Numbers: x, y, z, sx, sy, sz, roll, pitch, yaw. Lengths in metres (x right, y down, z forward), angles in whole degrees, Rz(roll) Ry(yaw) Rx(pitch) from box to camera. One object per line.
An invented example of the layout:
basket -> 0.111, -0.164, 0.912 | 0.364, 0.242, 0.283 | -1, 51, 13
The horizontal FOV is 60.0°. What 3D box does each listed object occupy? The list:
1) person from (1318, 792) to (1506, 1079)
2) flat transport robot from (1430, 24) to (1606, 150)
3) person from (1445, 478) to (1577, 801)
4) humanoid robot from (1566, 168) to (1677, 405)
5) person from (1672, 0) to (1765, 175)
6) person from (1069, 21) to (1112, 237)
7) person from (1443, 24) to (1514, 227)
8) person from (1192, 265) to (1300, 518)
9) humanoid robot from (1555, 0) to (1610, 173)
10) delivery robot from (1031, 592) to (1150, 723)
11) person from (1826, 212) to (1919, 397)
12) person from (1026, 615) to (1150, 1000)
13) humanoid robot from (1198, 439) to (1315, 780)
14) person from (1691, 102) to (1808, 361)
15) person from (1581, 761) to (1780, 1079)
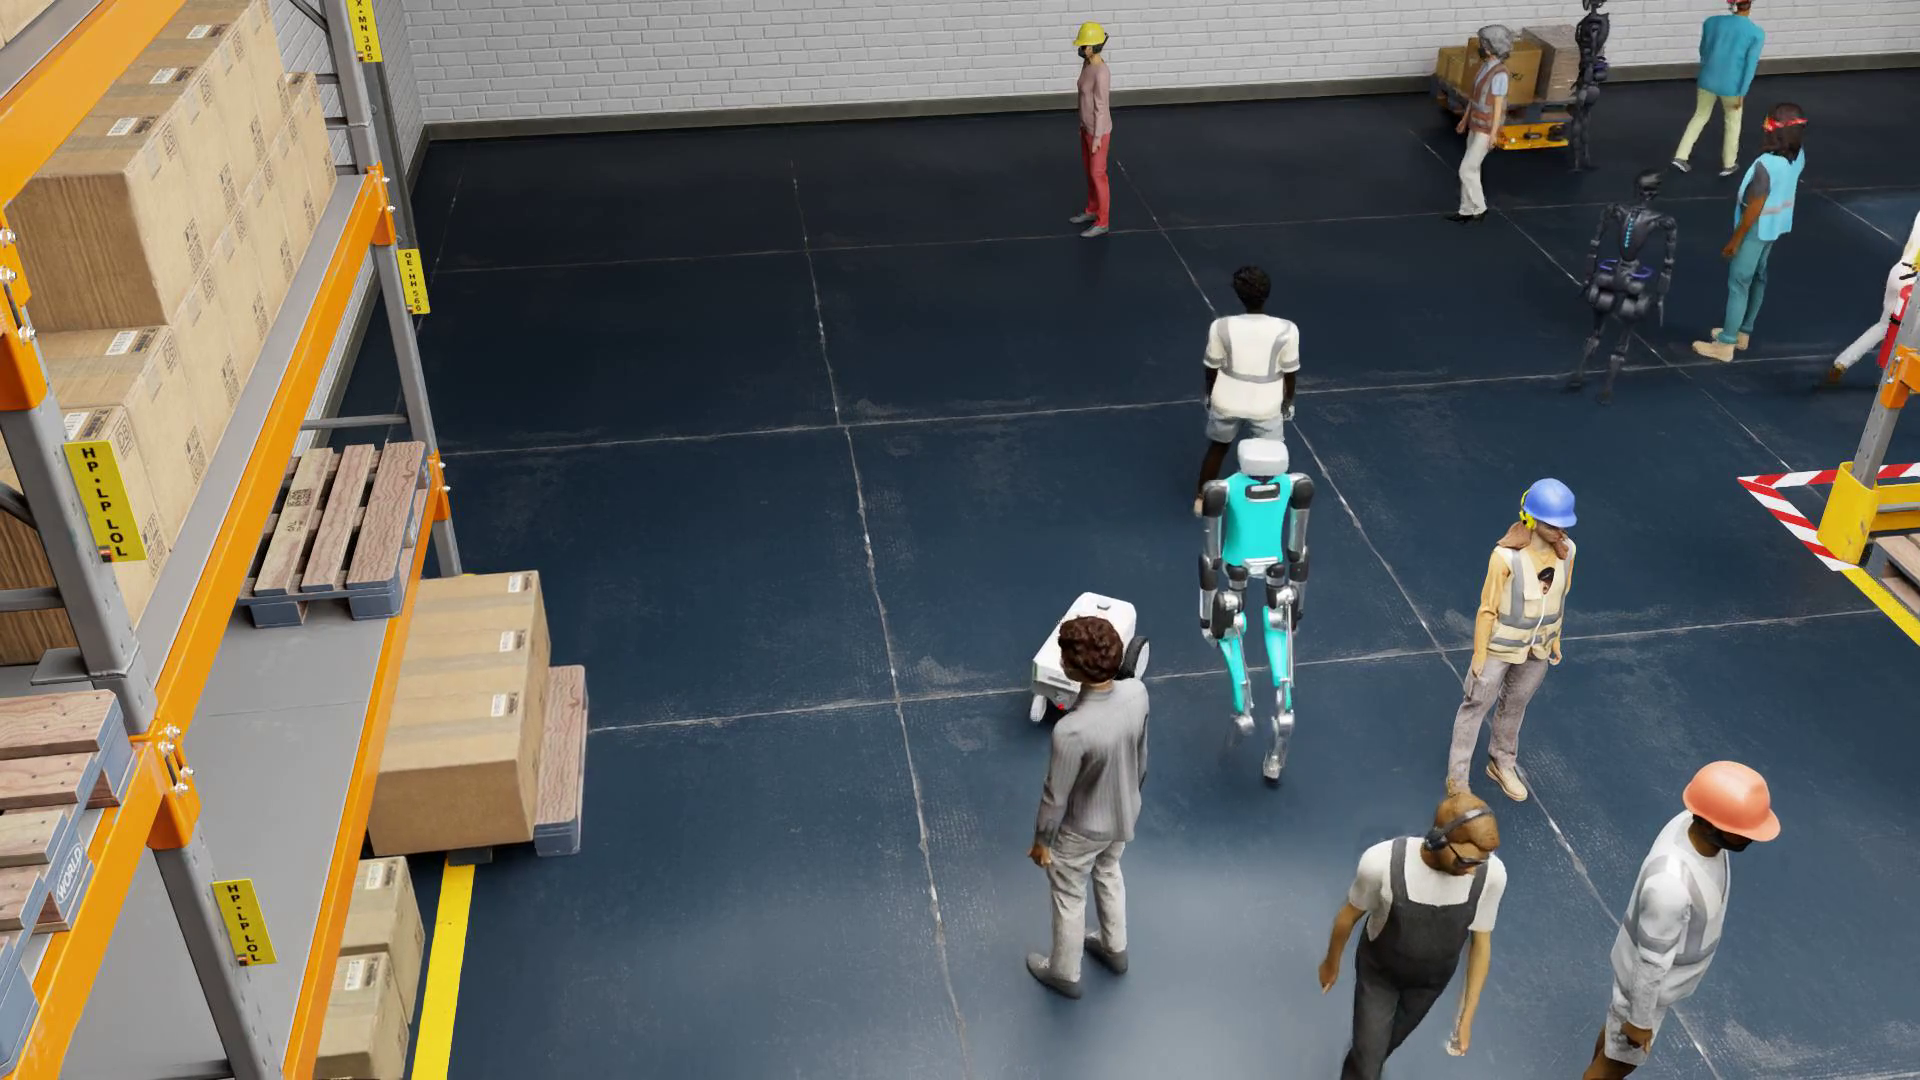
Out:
person -> 1.612, 1.640, 5.948 | 0.544, 1.794, 0.824 | -2, 33, -3
flat transport robot -> 5.291, -4.122, 16.169 | 0.659, 0.231, 1.431 | -5, 33, -8
person -> 2.577, 0.494, 7.712 | 0.462, 1.780, 0.305 | -10, 34, -15
humanoid robot -> 4.467, -1.700, 11.165 | 0.607, 1.645, 0.368 | 24, 40, 32
person -> 6.790, -4.087, 14.791 | 0.551, 1.705, 0.597 | 27, 42, 34
person -> 1.069, -3.373, 13.662 | 0.346, 1.758, 0.519 | -6, 34, -10
person -> 4.316, -3.412, 13.791 | 0.363, 1.680, 0.470 | -1, 33, -1
person -> 1.699, -0.813, 9.800 | 0.569, 1.684, 0.359 | 9, 34, 13
humanoid robot -> 5.643, -4.105, 14.870 | 0.453, 1.637, 0.600 | 7, 34, 11
delivery robot -> 0.658, 0.605, 8.682 | 0.499, 0.614, 0.812 | 15, 36, 21
person -> 6.358, -1.685, 11.180 | 0.635, 1.623, 0.486 | -3, 33, -4
person -> 0.540, 1.099, 6.679 | 0.573, 1.874, 0.407 | -24, 40, -32
humanoid robot -> 1.418, 0.474, 7.825 | 0.537, 1.819, 0.764 | -5, 33, -7
person -> 5.607, -2.156, 11.695 | 0.538, 1.865, 0.374 | -25, 40, -33
person -> 2.531, 1.546, 5.958 | 0.374, 1.935, 0.547 | 21, 39, 29
